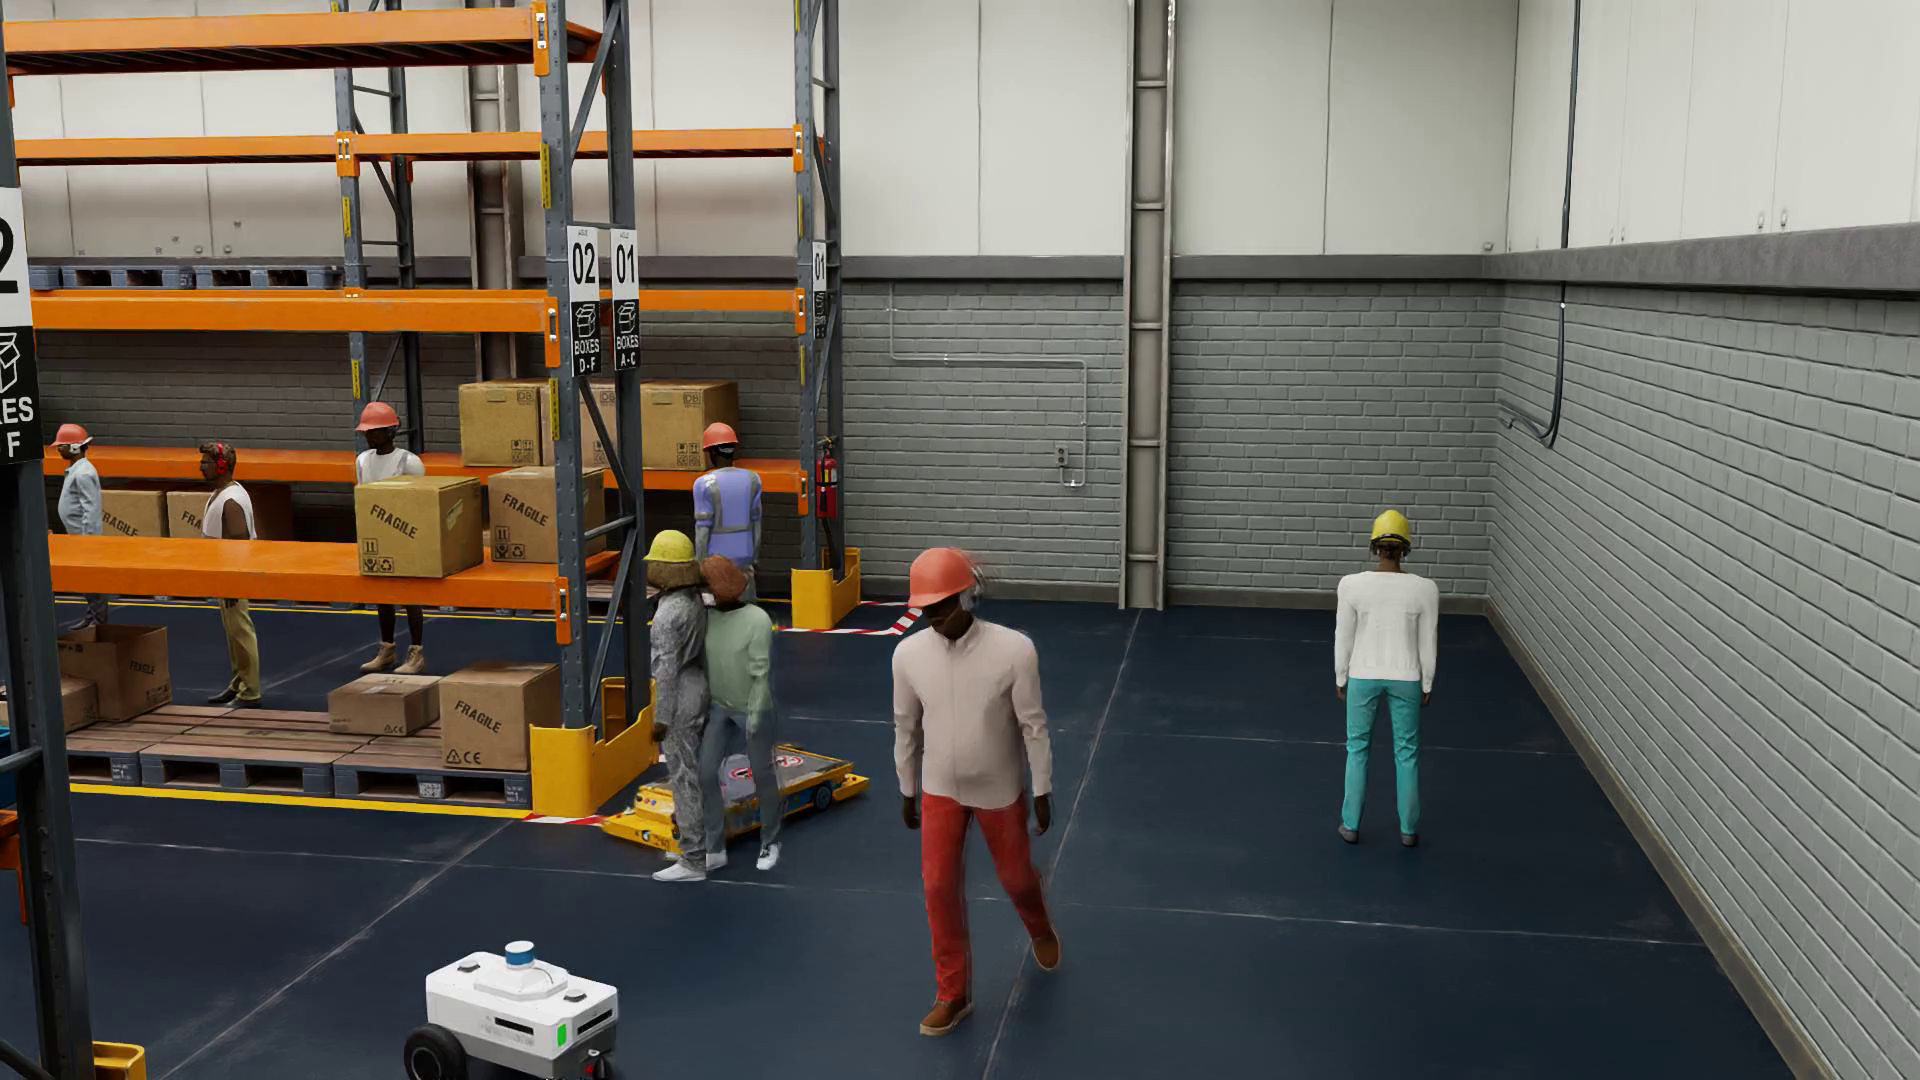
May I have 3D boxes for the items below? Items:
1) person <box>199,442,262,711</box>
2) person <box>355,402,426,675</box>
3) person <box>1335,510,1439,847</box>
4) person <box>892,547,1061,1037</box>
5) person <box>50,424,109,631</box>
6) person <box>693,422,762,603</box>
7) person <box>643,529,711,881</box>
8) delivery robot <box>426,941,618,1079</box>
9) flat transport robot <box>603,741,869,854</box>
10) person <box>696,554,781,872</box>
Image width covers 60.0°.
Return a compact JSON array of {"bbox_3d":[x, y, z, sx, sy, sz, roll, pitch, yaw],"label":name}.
[{"bbox_3d":[-4.964,0.248,11.350,0.390,1.846,0.565,-5,11,-31],"label":"person"},{"bbox_3d":[-4.220,0.002,12.265,0.614,2.041,0.393,4,10,24],"label":"person"},{"bbox_3d":[2.221,0.722,8.701,0.519,1.759,0.345,2,9,11],"label":"person"},{"bbox_3d":[0.079,0.949,6.700,0.648,1.947,0.829,3,10,16],"label":"person"},{"bbox_3d":[-7.228,-0.080,13.669,0.334,1.749,0.575,-6,11,-33],"label":"person"},{"bbox_3d":[-1.668,0.128,11.836,0.542,1.929,0.368,-8,12,-40],"label":"person"},{"bbox_3d":[-1.387,0.809,8.188,0.318,1.742,0.491,2,9,12],"label":"person"},{"bbox_3d":[-1.588,1.701,6.036,0.707,0.478,0.477,5,10,29],"label":"delivery robot"},{"bbox_3d":[-1.201,1.391,9.128,0.652,0.197,1.431,7,11,35],"label":"flat transport robot"},{"bbox_3d":[-1.156,0.872,8.235,0.482,1.601,0.625,4,10,25],"label":"person"}]
